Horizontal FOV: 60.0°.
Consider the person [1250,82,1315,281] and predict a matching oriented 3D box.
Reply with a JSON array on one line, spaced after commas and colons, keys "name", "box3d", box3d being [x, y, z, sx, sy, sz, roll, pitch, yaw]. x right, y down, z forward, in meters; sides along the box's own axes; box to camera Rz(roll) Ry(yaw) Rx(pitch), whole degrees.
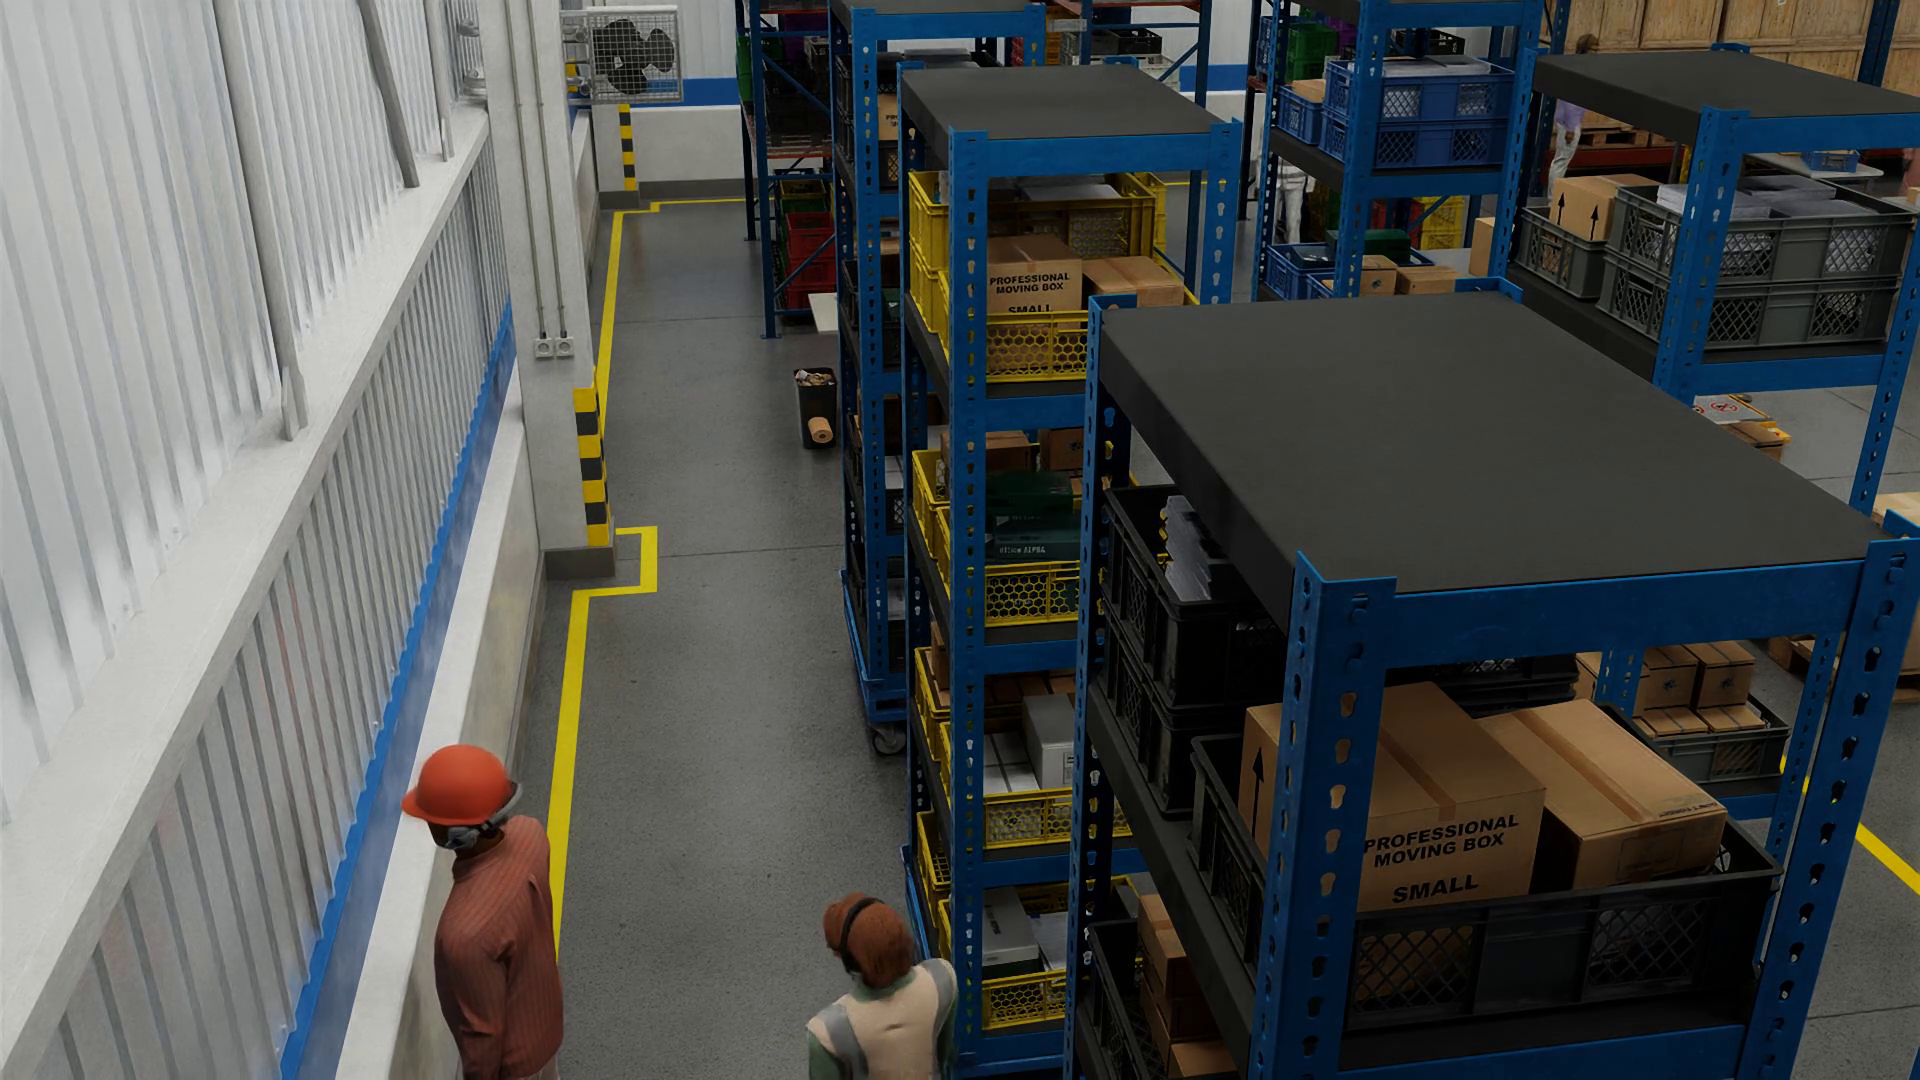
[{"name": "person", "box3d": [3.043, -3.333, 15.594, 0.579, 1.882, 0.342, 12, 27, 24]}]

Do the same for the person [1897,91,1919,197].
[{"name": "person", "box3d": [9.832, -3.881, 16.758, 0.639, 1.911, 0.402, 1, 25, 2]}]

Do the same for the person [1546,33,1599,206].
[{"name": "person", "box3d": [6.664, -4.526, 18.128, 0.372, 1.937, 0.627, 10, 26, 20]}]

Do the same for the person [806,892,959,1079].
[{"name": "person", "box3d": [-0.247, 1.709, 4.966, 0.527, 1.597, 0.848, -12, 27, -24]}]

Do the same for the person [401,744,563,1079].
[{"name": "person", "box3d": [-1.371, 1.478, 5.005, 0.375, 1.996, 0.608, 1, 25, 3]}]

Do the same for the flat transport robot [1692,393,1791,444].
[{"name": "flat transport robot", "box3d": [5.224, -0.859, 12.132, 1.431, 0.197, 0.652, -4, 25, -8]}]
